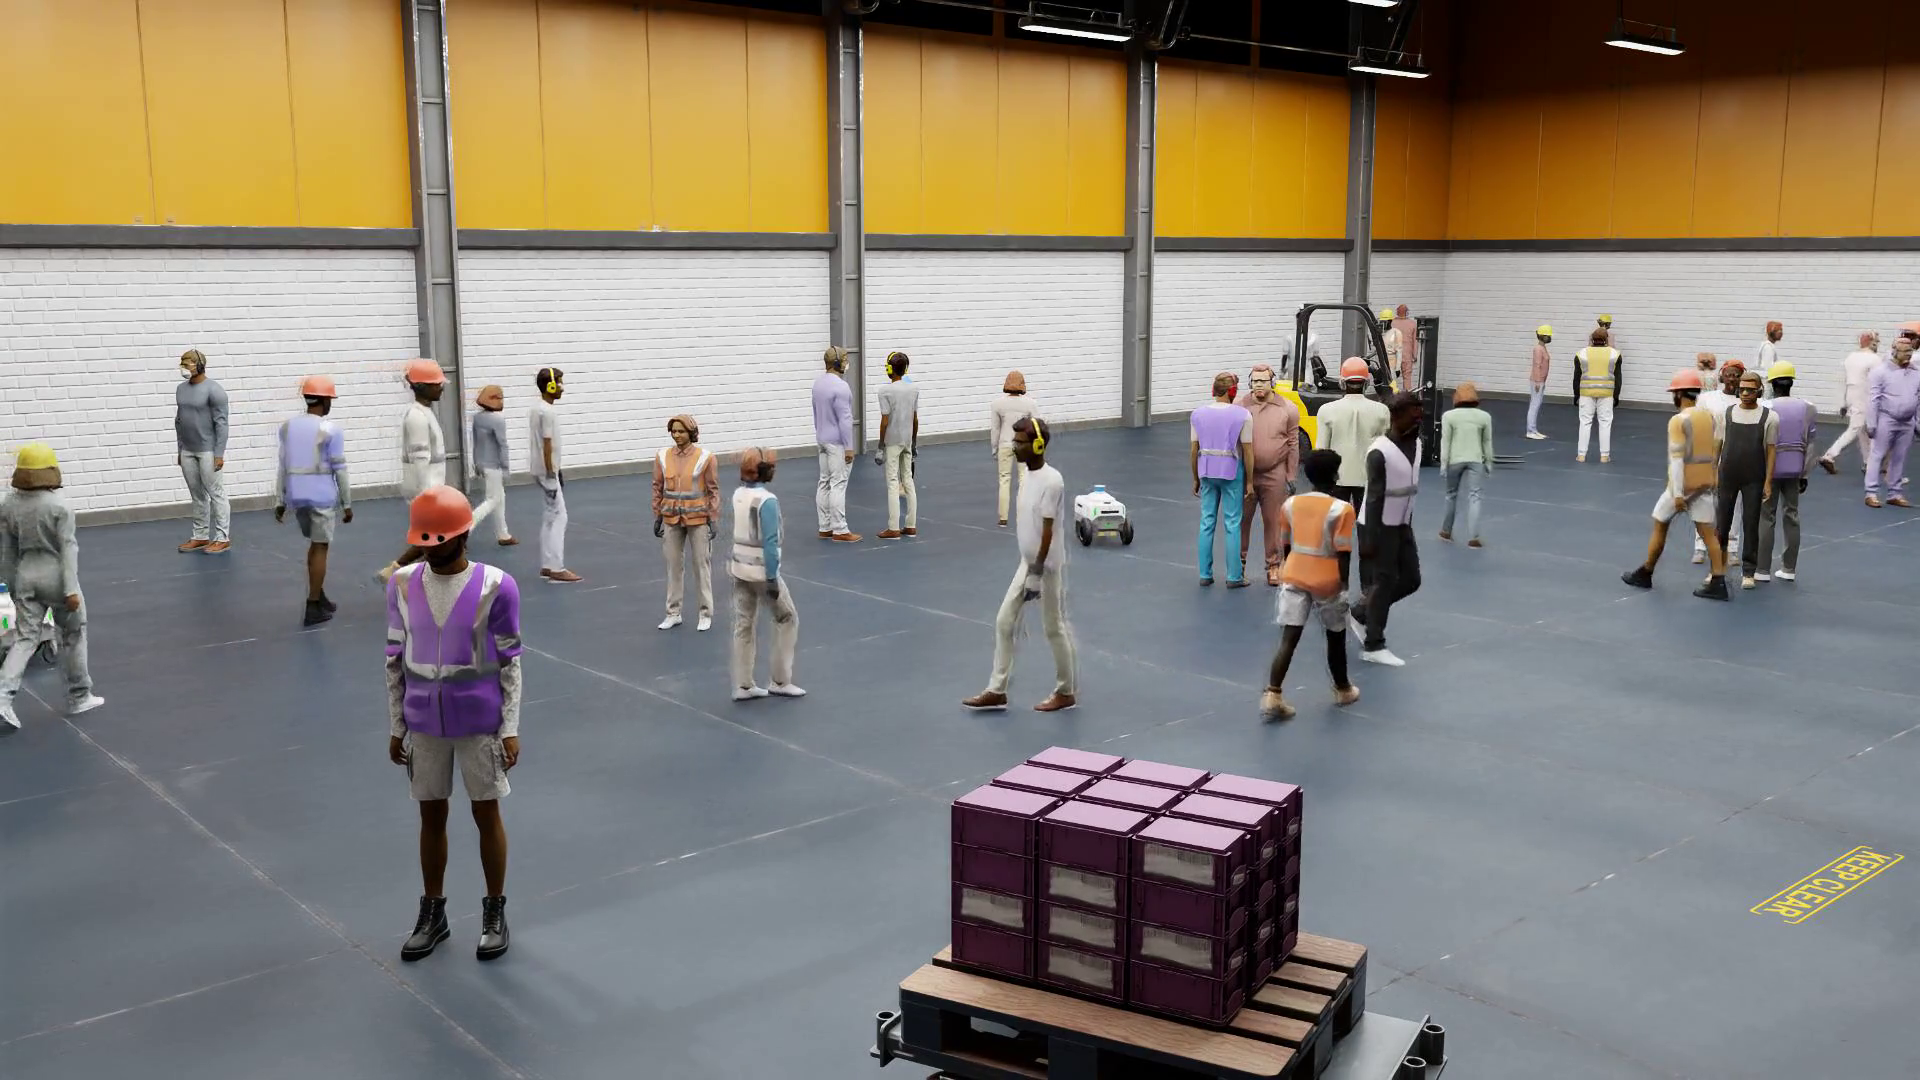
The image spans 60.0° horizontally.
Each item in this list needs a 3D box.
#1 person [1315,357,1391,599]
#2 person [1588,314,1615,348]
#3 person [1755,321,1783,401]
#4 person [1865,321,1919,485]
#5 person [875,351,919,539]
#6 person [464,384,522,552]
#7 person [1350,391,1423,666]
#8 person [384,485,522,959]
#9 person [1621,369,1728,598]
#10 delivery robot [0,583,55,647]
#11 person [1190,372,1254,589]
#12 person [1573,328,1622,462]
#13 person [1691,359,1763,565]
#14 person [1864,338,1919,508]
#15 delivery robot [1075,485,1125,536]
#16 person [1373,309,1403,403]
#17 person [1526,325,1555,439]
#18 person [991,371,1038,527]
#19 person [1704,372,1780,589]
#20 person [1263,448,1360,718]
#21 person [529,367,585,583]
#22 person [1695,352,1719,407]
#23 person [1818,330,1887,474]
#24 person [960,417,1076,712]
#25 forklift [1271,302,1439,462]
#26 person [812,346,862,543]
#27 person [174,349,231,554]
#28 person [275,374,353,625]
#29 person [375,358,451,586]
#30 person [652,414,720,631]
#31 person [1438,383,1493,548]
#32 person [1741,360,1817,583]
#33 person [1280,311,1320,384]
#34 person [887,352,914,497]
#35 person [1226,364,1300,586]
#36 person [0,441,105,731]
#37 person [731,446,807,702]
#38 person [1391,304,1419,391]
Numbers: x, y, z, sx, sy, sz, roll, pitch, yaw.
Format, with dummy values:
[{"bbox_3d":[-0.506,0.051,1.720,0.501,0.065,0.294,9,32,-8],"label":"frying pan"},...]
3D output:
[{"bbox_3d":[3.210,-0.498,13.630,0.612,1.997,0.375,1,10,6],"label":"person"},{"bbox_3d":[11.716,-3.241,30.368,0.323,1.765,0.533,-7,12,-34],"label":"person"},{"bbox_3d":[12.015,-2.275,24.456,0.873,1.848,0.597,5,11,26],"label":"person"},{"bbox_3d":[11.561,-1.671,20.429,0.557,2.015,0.653,-2,10,-13],"label":"person"},{"bbox_3d":[-0.631,-0.940,16.586,0.513,1.872,0.328,-9,13,-42],"label":"person"},{"bbox_3d":[-4.536,-0.684,15.894,0.515,1.607,0.729,9,13,43],"label":"person"},{"bbox_3d":[2.940,-0.087,11.488,0.510,1.901,0.639,9,13,42],"label":"person"},{"bbox_3d":[-2.024,0.730,6.644,0.543,1.927,0.375,0,10,1],"label":"person"},{"bbox_3d":[6.044,-0.469,13.830,0.538,1.883,0.964,-5,11,-25],"label":"person"},{"bbox_3d":[-6.571,0.538,11.507,0.707,0.478,0.477,8,13,41],"label":"delivery robot"},{"bbox_3d":[2.216,-0.500,14.105,0.563,1.837,0.389,6,11,30],"label":"person"},{"bbox_3d":[8.709,-1.979,22.759,0.625,1.844,0.429,3,10,19],"label":"person"},{"bbox_3d":[6.993,-0.708,15.193,0.573,1.883,0.356,4,10,20],"label":"person"},{"bbox_3d":[10.479,-1.309,18.641,0.650,1.906,0.402,-1,10,-6],"label":"person"},{"bbox_3d":[1.376,-0.298,16.399,0.477,0.478,0.707,-2,10,-12],"label":"delivery robot"},{"bbox_3d":[7.325,-3.005,28.570,0.421,1.914,0.602,-6,11,-31],"label":"person"},{"bbox_3d":[8.964,-2.437,25.661,0.330,1.765,0.533,5,11,27],"label":"person"},{"bbox_3d":[0.567,-0.941,17.284,0.501,1.633,0.279,1,10,6],"label":"person"},{"bbox_3d":[6.633,-0.505,14.114,0.507,1.846,0.346,6,11,31],"label":"person"},{"bbox_3d":[2.171,0.261,10.201,0.542,1.654,0.888,9,13,43],"label":"person"},{"bbox_3d":[-3.525,-0.562,14.424,0.384,1.856,0.571,-4,10,-22],"label":"person"},{"bbox_3d":[9.259,-1.514,20.655,0.316,1.633,0.526,3,10,19],"label":"person"},{"bbox_3d":[11.590,-1.770,21.465,0.969,1.871,0.629,0,10,1],"label":"person"},{"bbox_3d":[0.375,0.181,10.138,0.829,1.841,0.515,-5,11,-26],"label":"person"},{"bbox_3d":[5.320,-2.157,22.763,2.313,2.155,1.214,3,10,16],"label":"forklift"},{"bbox_3d":[-1.225,-0.936,16.366,0.372,1.940,0.632,-6,11,-32],"label":"person"},{"bbox_3d":[-7.196,-0.836,15.779,0.630,1.940,0.373,5,11,25],"label":"person"},{"bbox_3d":[-4.965,-0.324,12.861,0.579,1.905,0.698,3,10,16],"label":"person"},{"bbox_3d":[-4.268,-0.414,13.077,0.598,2.029,0.616,-2,10,-11],"label":"person"},{"bbox_3d":[-2.062,-0.131,12.523,0.522,1.639,0.305,2,10,12],"label":"person"},{"bbox_3d":[4.944,-0.734,16.246,0.520,1.578,0.725,1,10,5],"label":"person"},{"bbox_3d":[7.058,-0.586,14.375,0.584,1.918,0.381,-1,10,-7],"label":"person"},{"bbox_3d":[5.604,-2.810,27.355,0.613,1.942,0.884,4,10,20],"label":"person"},{"bbox_3d":[-0.692,-1.348,19.479,0.321,1.697,0.529,3,10,15],"label":"person"},{"bbox_3d":[2.558,-0.551,14.204,0.651,1.906,0.403,2,10,14],"label":"person"},{"bbox_3d":[-5.538,0.267,9.982,0.493,1.717,0.805,1,10,6],"label":"person"},{"bbox_3d":[-1.201,0.214,10.528,0.540,1.620,0.540,-7,12,-35],"label":"person"},{"bbox_3d":[8.335,-3.495,31.445,0.641,1.908,0.407,3,10,17],"label":"person"}]
